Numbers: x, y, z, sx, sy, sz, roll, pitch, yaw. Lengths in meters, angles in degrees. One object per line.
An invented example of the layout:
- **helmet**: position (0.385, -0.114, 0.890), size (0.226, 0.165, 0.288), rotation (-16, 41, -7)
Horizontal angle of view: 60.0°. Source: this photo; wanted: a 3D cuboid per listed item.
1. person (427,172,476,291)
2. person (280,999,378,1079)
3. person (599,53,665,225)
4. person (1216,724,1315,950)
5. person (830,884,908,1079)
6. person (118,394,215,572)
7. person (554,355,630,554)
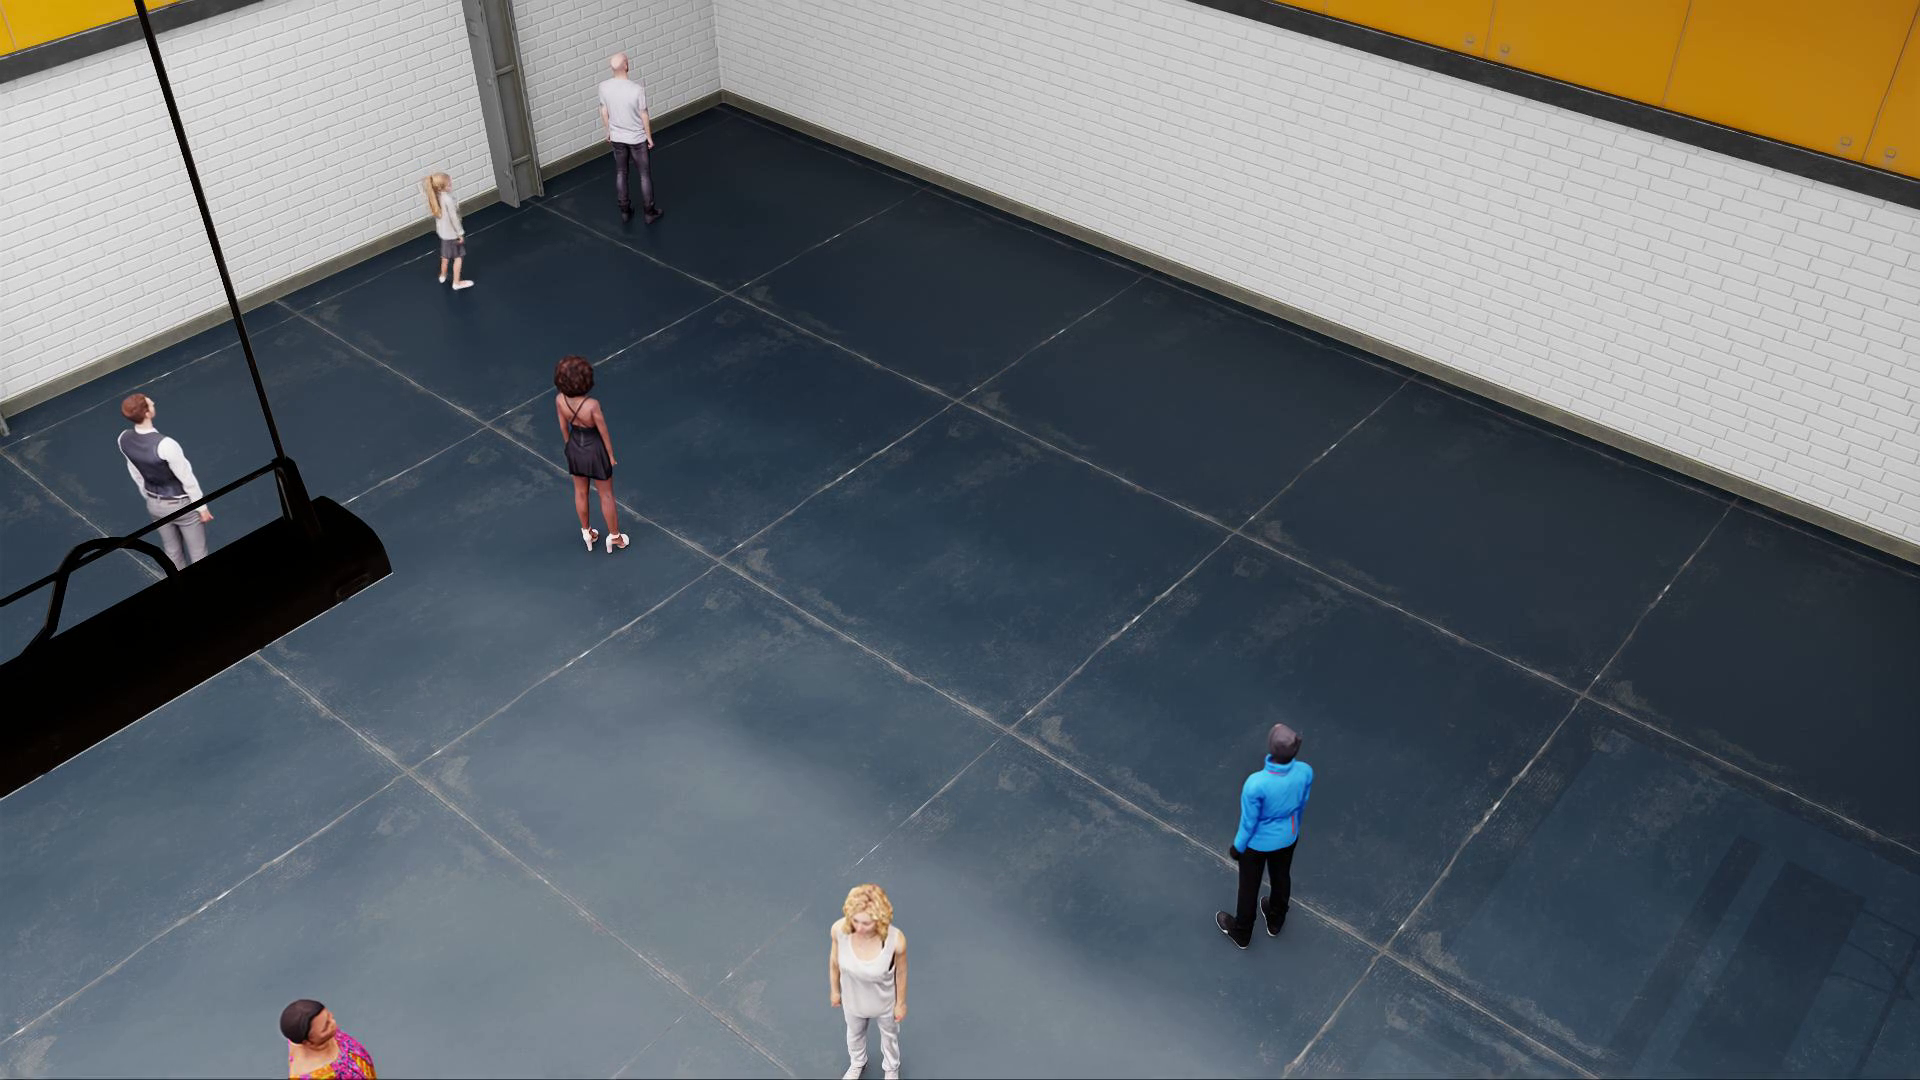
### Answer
- **person**: position (-5.062, -3.064, 16.427), size (0.661, 1.262, 0.573), rotation (23, 44, 26)
- **person**: position (-3.209, 2.909, 8.611), size (0.803, 1.682, 0.769), rotation (-14, 41, -16)
- **person**: position (-3.471, -4.202, 17.395), size (0.751, 1.830, 0.739), rotation (8, 39, 10)
- **person**: position (1.851, 1.779, 9.936), size (0.633, 1.794, 0.751), rotation (-15, 41, -18)
- **person**: position (-0.487, 2.476, 9.162), size (0.672, 1.671, 0.682), rotation (8, 39, 10)
- **person**: position (-5.866, -0.274, 12.390), size (0.741, 1.939, 0.710), rotation (11, 40, 13)
- **person**: position (-2.899, -0.651, 12.981), size (0.632, 1.790, 0.651), rotation (10, 40, 13)
